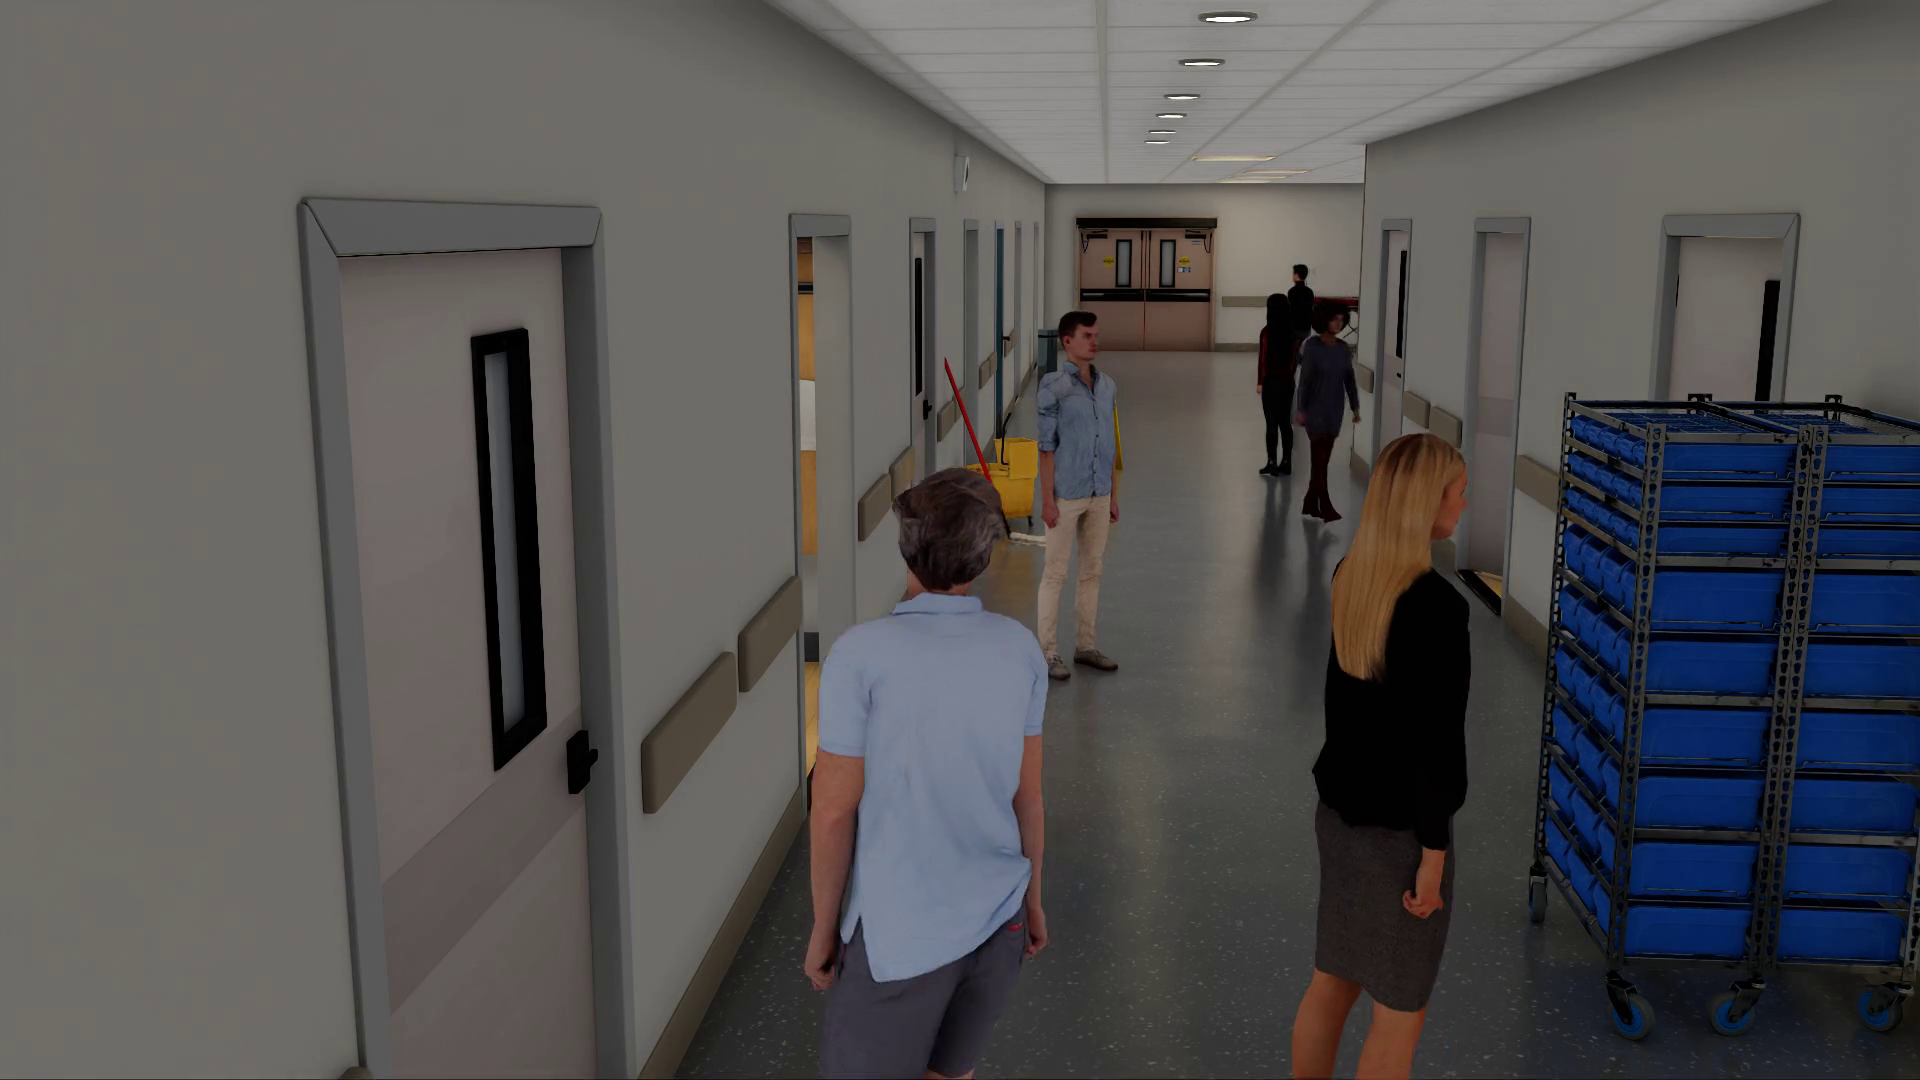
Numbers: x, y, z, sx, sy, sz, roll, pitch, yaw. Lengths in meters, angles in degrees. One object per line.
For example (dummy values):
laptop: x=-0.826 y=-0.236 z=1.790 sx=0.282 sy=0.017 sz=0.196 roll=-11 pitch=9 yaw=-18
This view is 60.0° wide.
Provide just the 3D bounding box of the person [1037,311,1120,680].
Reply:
person: x=0.599 y=-0.245 z=8.485 sx=0.732 sy=1.848 sz=0.764 roll=-7 pitch=13 yaw=-33

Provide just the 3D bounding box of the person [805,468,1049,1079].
person: x=-0.010 y=0.789 z=3.166 sx=0.957 sy=1.799 sz=1.091 roll=-6 pitch=12 yaw=-28

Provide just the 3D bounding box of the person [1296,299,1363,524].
person: x=2.772 y=-0.996 z=12.861 sx=0.842 sy=1.692 sz=0.975 roll=-4 pitch=11 yaw=-21

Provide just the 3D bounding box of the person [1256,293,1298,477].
person: x=2.917 y=-1.417 z=15.193 sx=0.658 sy=1.651 sz=0.705 roll=-8 pitch=13 yaw=-35

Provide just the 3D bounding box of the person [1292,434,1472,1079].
person: x=0.905 y=0.682 z=3.634 sx=0.780 sy=1.836 sz=0.664 roll=-5 pitch=12 yaw=-26
